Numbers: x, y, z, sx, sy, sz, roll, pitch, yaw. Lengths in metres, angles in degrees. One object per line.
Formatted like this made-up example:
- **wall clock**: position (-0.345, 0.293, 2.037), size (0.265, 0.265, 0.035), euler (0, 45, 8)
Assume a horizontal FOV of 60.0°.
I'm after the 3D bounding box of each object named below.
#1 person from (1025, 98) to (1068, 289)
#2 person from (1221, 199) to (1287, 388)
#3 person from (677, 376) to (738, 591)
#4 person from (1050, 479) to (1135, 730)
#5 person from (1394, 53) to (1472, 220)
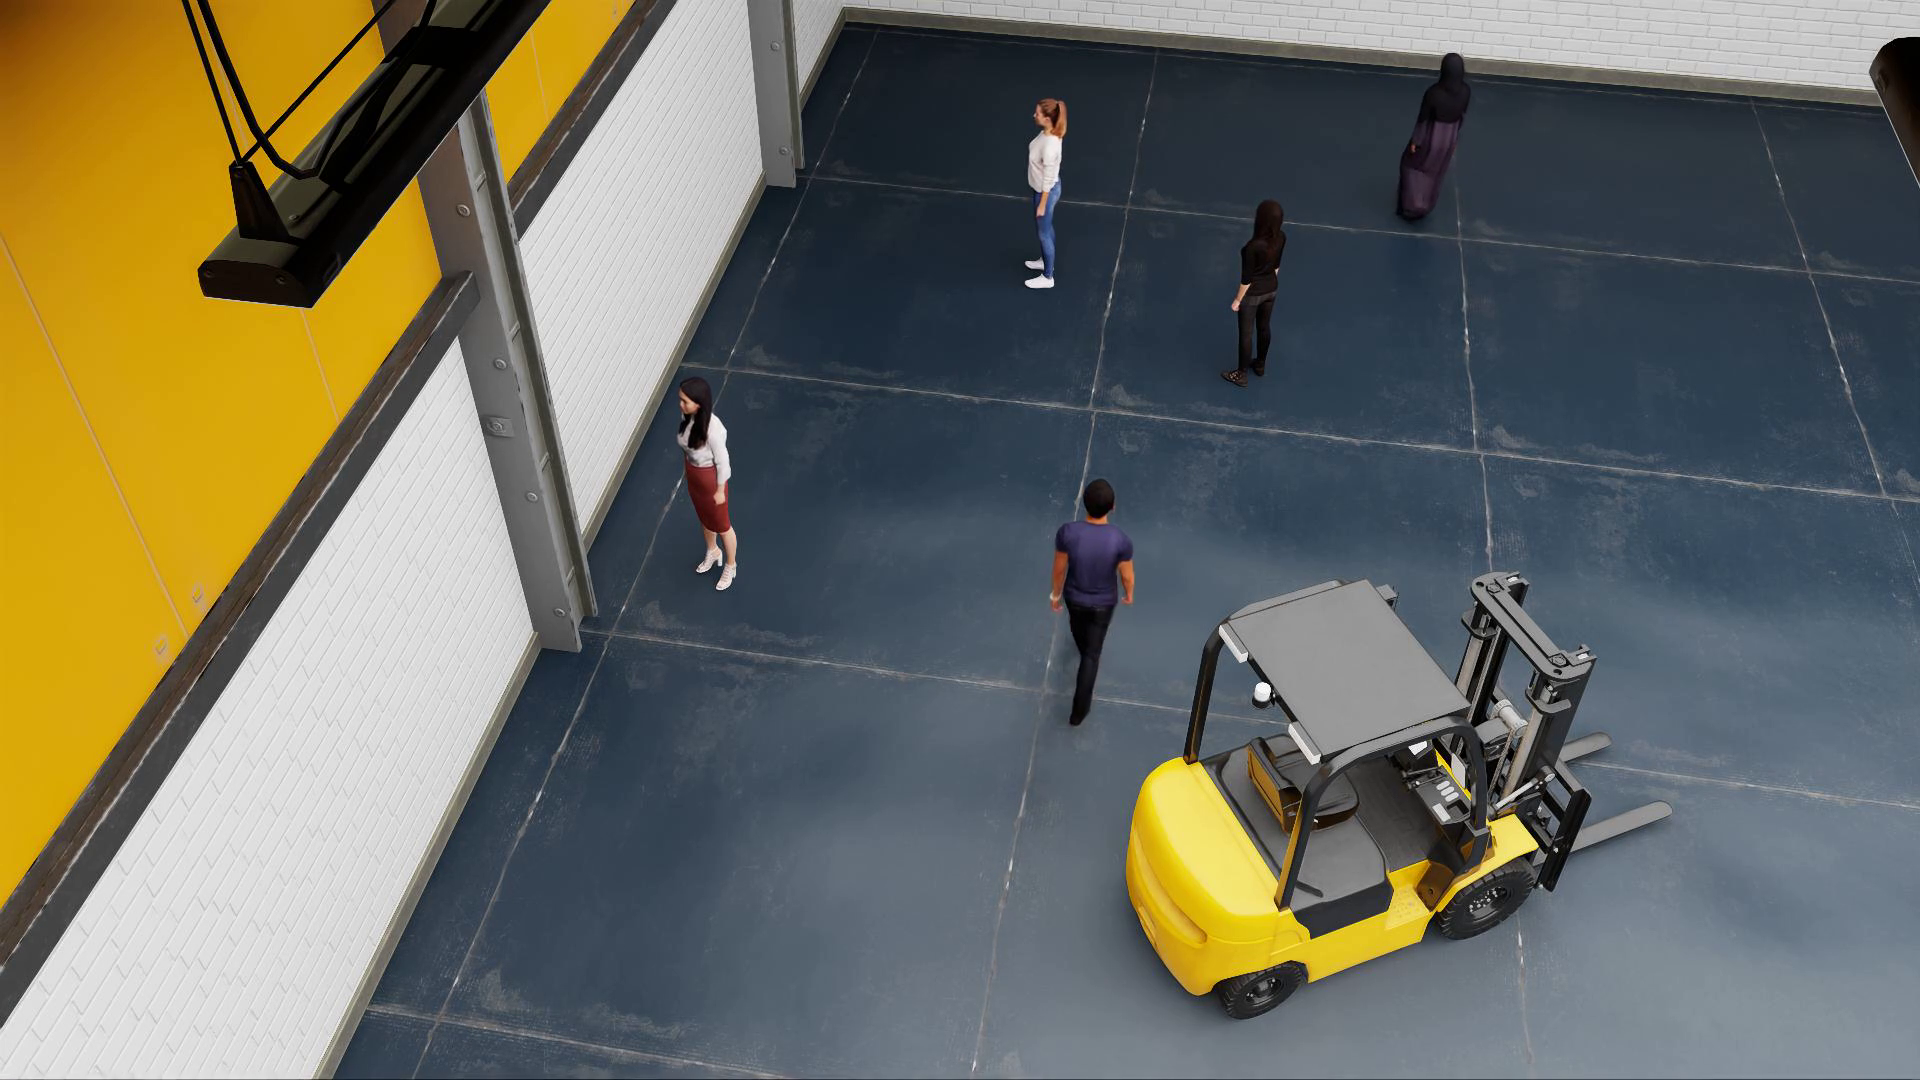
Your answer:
- **person**: position (0.721, -2.914, 13.940), size (0.693, 1.720, 0.496), euler (2, 44, 2)
- **person**: position (2.328, -1.929, 12.964), size (0.632, 1.640, 0.697), euler (-27, 50, -26)
- **person**: position (-1.714, -0.389, 11.267), size (0.704, 1.751, 0.670), euler (-32, 52, -29)
- **person**: position (0.796, 0.437, 10.409), size (0.724, 1.738, 1.151), euler (11, 45, 11)
- **person**: position (4.212, -3.530, 14.666), size (0.727, 1.611, 0.789), euler (-4, 44, -4)
